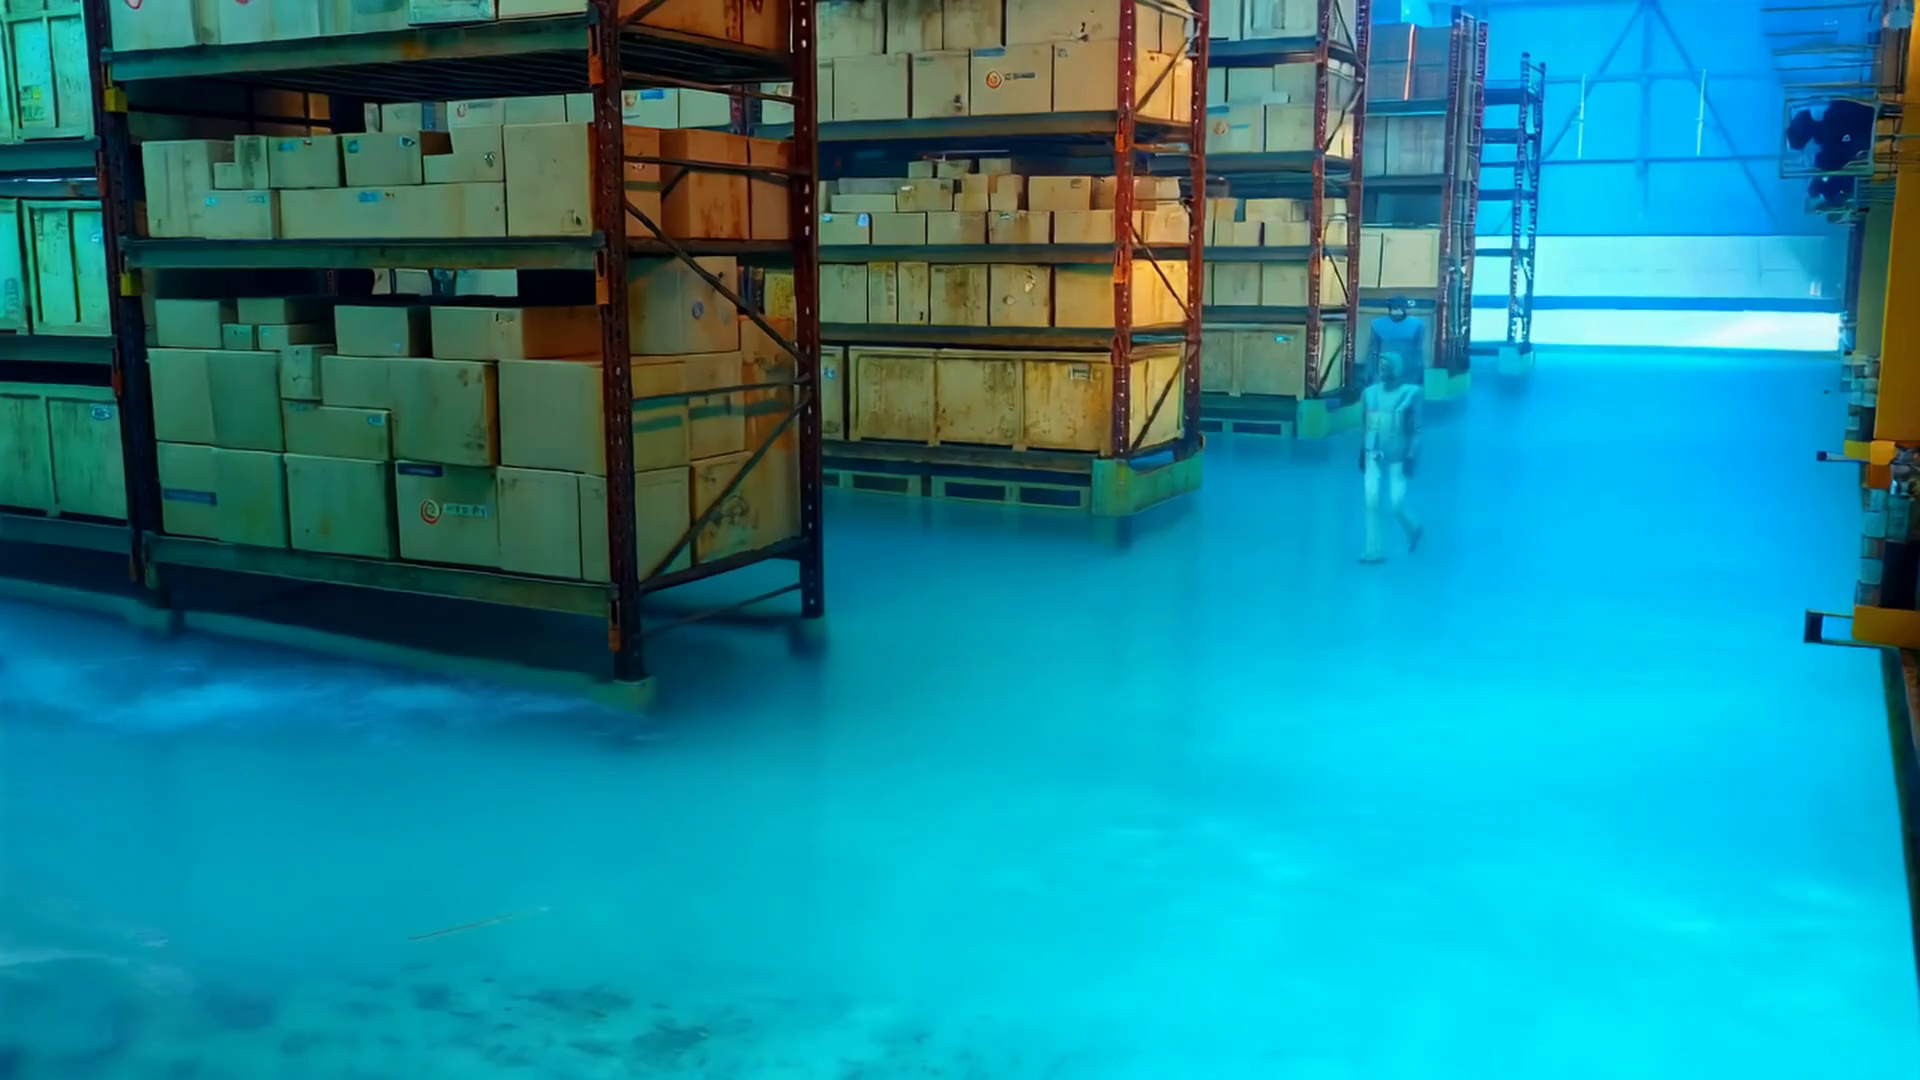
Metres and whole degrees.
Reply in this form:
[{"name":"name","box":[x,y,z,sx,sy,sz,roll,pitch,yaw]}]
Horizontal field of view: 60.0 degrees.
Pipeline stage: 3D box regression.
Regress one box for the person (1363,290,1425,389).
[{"name":"person","box":[4.807,-1.803,18.443,0.648,1.927,0.580,4,11,21]}]

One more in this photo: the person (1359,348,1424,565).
[{"name":"person","box":[3.252,-0.632,12.514,0.530,1.623,0.549,9,13,43]}]
